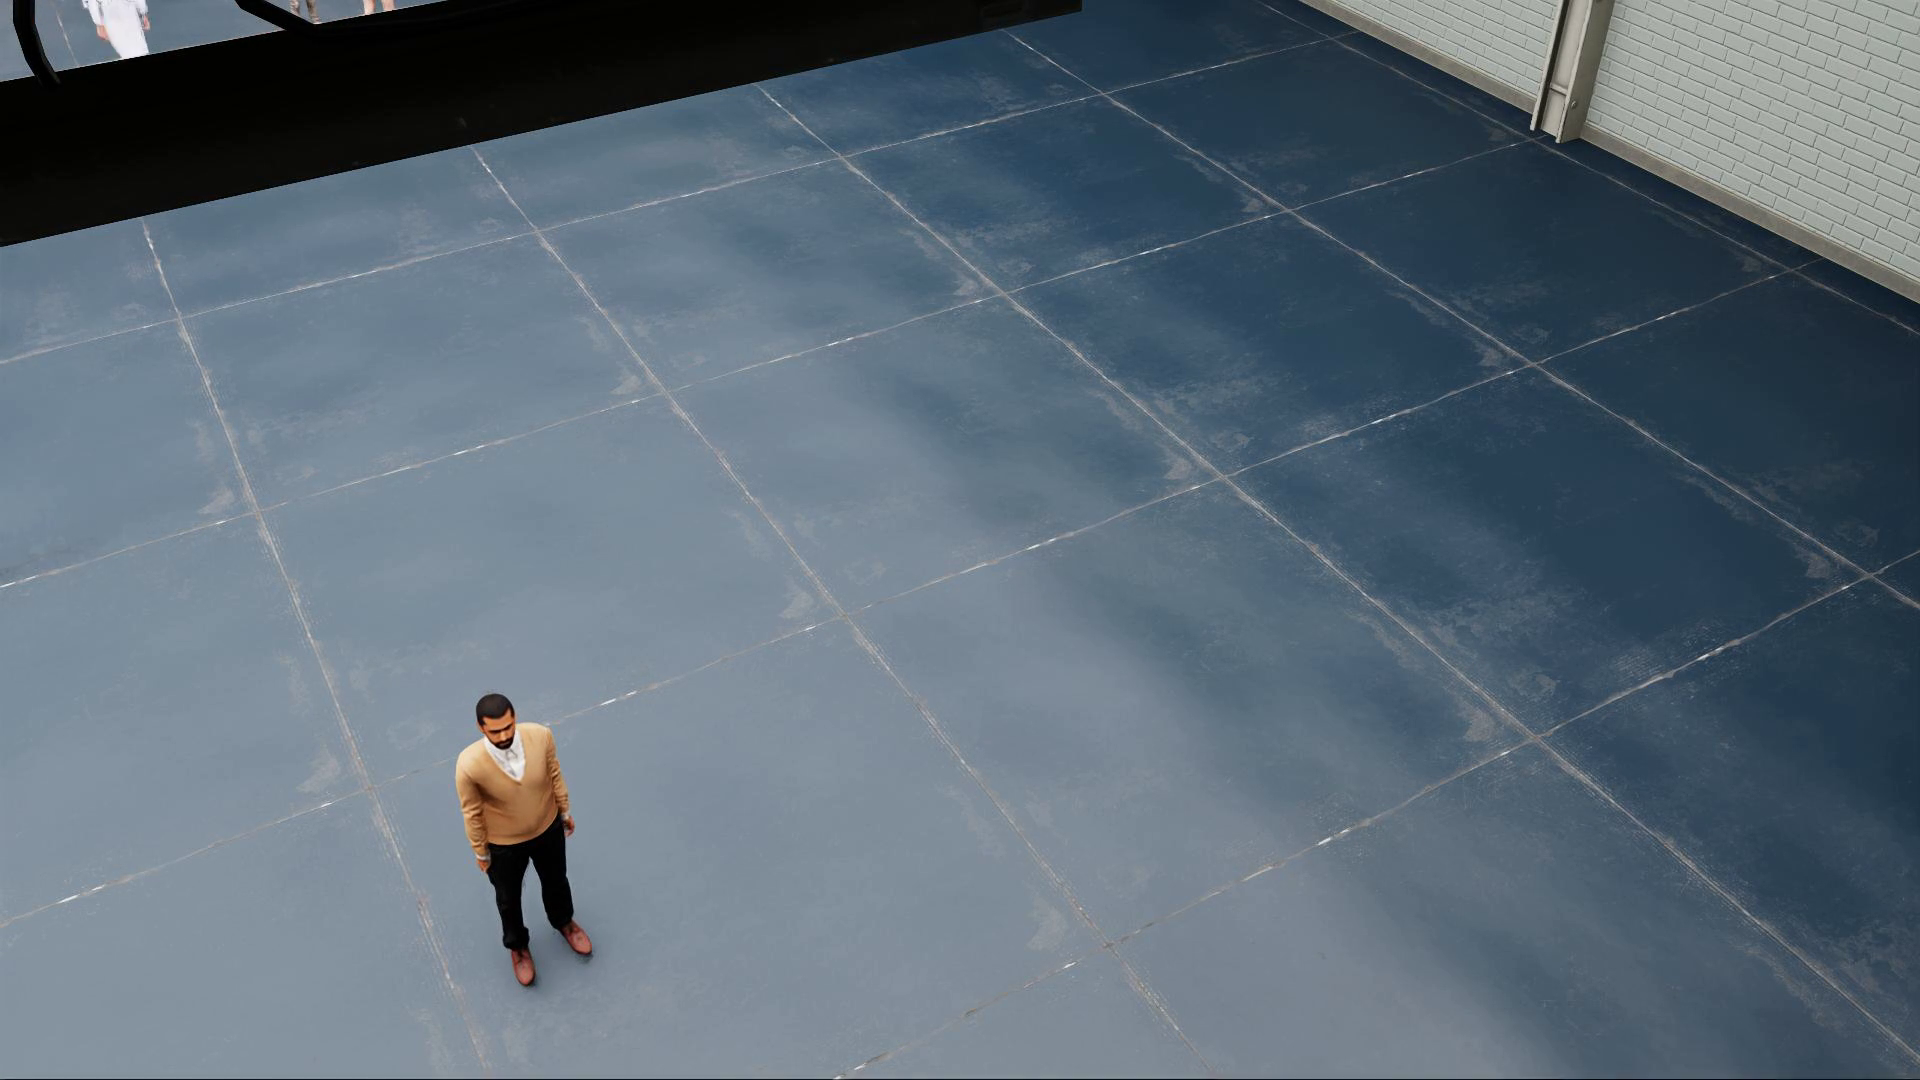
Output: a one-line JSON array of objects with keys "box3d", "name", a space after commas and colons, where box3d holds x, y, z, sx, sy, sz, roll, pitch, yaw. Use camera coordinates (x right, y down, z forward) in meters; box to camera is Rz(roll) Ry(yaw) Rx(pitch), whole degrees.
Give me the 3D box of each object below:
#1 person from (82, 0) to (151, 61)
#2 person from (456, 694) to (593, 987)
[{"box3d": [-8.189, -5.045, 16.081, 0.957, 1.910, 0.888, 15, 41, 19], "name": "person"}, {"box3d": [-2.100, 1.392, 7.982, 0.684, 1.753, 0.600, -25, 44, -28], "name": "person"}]
